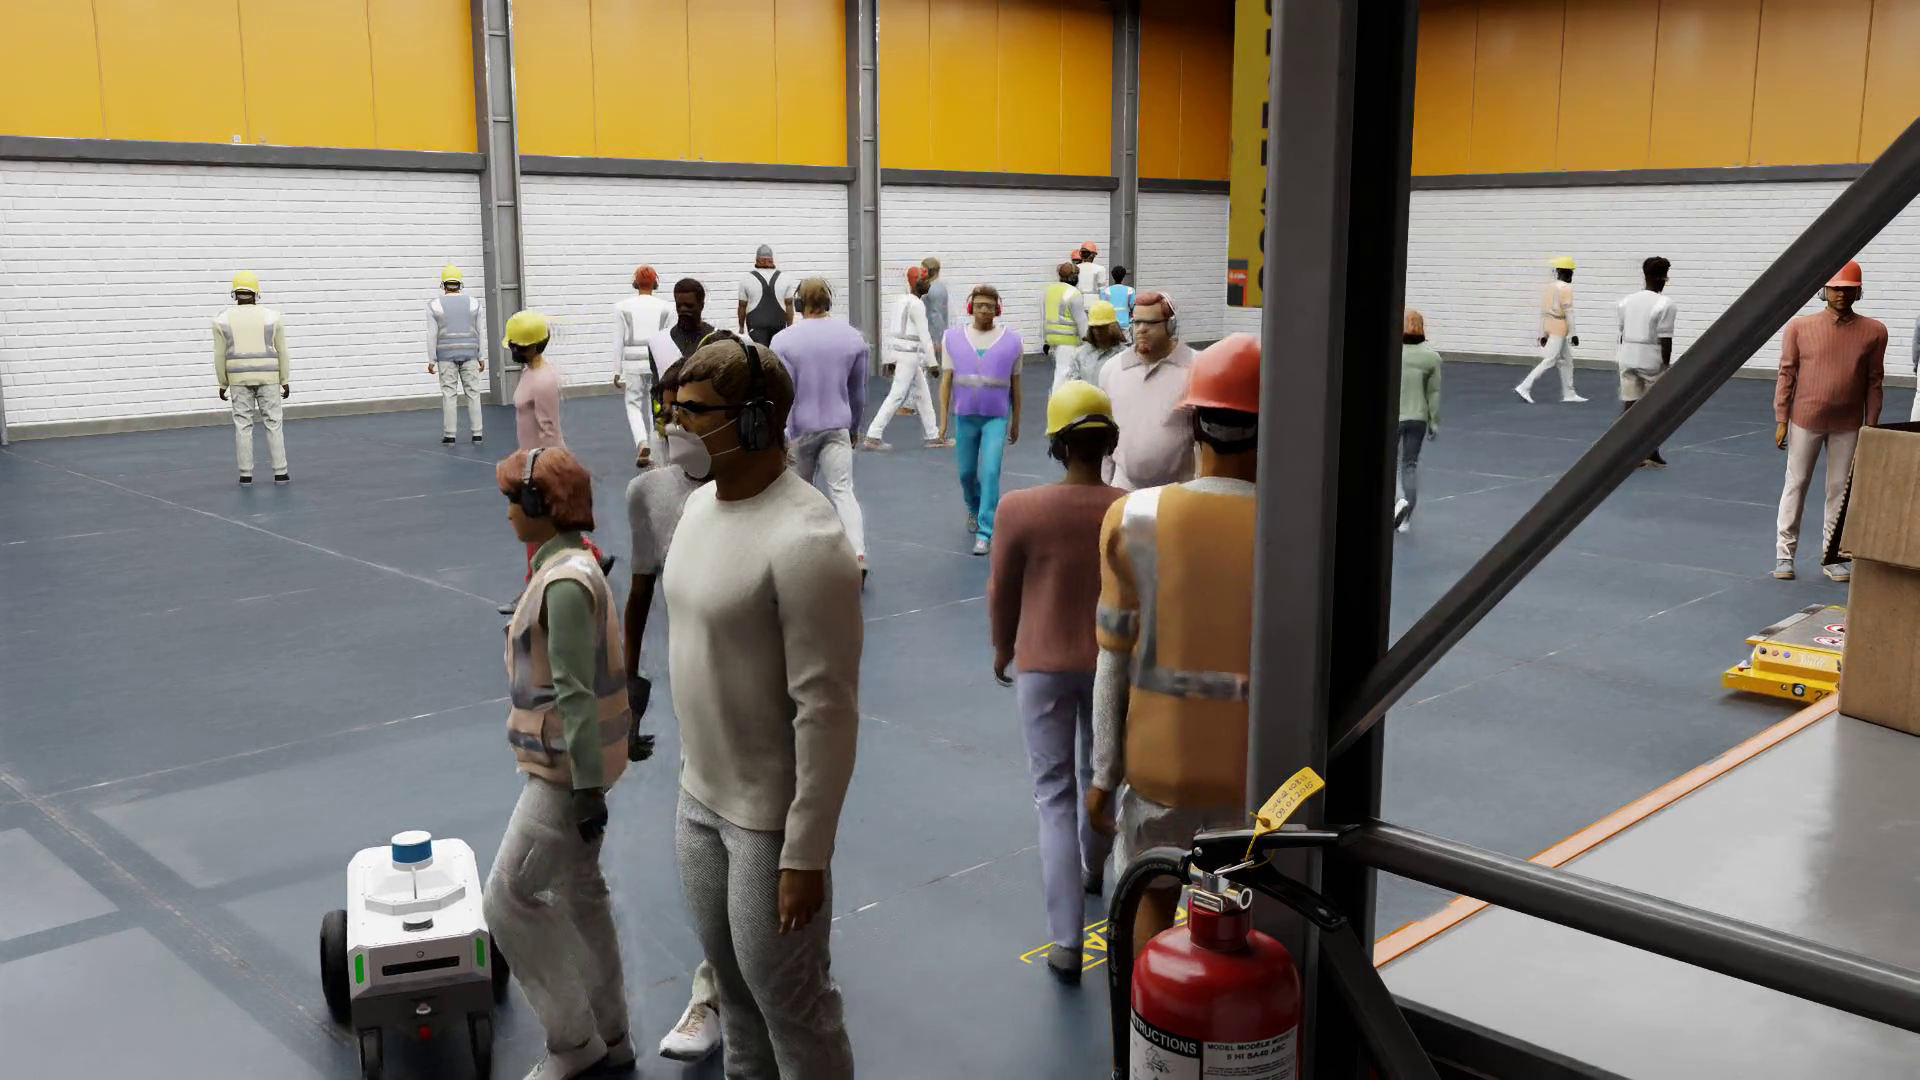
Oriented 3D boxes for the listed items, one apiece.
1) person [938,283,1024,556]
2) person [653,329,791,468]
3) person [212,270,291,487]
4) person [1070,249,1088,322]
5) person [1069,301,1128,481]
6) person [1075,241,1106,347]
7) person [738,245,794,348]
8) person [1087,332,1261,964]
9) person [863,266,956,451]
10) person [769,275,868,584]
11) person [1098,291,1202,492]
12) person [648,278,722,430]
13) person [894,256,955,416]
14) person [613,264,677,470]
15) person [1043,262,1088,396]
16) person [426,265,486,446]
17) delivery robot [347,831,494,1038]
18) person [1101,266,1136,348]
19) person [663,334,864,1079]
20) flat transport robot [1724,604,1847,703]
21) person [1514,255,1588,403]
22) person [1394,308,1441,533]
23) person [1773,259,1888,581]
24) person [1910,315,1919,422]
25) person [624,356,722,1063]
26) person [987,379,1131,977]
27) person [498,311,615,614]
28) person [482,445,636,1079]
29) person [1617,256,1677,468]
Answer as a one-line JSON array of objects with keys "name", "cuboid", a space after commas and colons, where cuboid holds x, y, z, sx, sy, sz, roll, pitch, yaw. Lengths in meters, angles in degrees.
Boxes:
[{"name": "person", "cuboid": [0.158, -0.848, 11.380, 0.568, 1.820, 0.812, 2, 10, 8]}, {"name": "person", "cuboid": [-0.828, 0.158, 5.916, 0.484, 1.811, 0.962, -2, 11, -11]}, {"name": "person", "cuboid": [-6.020, -1.369, 14.173, 0.588, 1.835, 0.403, -4, 11, -20]}, {"name": "person", "cuboid": [1.952, -3.878, 27.648, 0.567, 1.913, 0.852, 7, 13, 35]}, {"name": "person", "cuboid": [0.979, -0.785, 11.374, 0.472, 1.688, 0.884, 5, 11, 24]}, {"name": "person", "cuboid": [1.984, -3.609, 25.847, 0.605, 2.034, 0.392, 3, 11, 17]}, {"name": "person", "cuboid": [-2.527, -2.804, 21.434, 0.702, 2.000, 0.957, -3, 11, -16]}, {"name": "person", "cuboid": [0.576, 0.500, 3.741, 0.572, 1.918, 0.429, 2, 11, 13]}, {"name": "person", "cuboid": [-0.531, -1.797, 16.552, 1.001, 1.832, 0.599, -2, 11, -13]}, {"name": "person", "cuboid": [-0.840, -0.670, 10.211, 0.633, 1.903, 0.989, -4, 11, -21]}, {"name": "person", "cuboid": [0.886, -0.214, 7.804, 0.644, 1.868, 0.927, 5, 11, 23]}, {"name": "person", "cuboid": [-1.635, -0.702, 10.421, 0.602, 1.883, 0.966, 1, 10, 6]}, {"name": "person", "cuboid": [-0.275, -2.400, 19.656, 1.024, 1.894, 0.649, 1, 10, 4]}, {"name": "person", "cuboid": [-2.823, -1.542, 15.014, 0.596, 1.869, 0.475, -3, 11, -15]}, {"name": "person", "cuboid": [1.307, -2.263, 19.087, 0.739, 1.817, 0.661, -6, 12, -30]}, {"name": "person", "cuboid": [-5.121, -1.870, 16.905, 0.589, 1.834, 0.403, -6, 12, -28]}, {"name": "delivery robot", "cuboid": [-1.440, 1.015, 4.406, 0.477, 0.478, 0.707, -4, 11, -19]}, {"name": "person", "cuboid": [2.277, -3.102, 23.995, 0.540, 1.695, 0.317, 0, 10, -2]}, {"name": "person", "cuboid": [-0.425, 0.553, 3.410, 0.372, 1.940, 0.627, -7, 12, -32]}, {"name": "flat transport robot", "cuboid": [4.274, 0.542, 8.015, 0.652, 0.197, 1.431, 10, 14, 42]}, {"name": "person", "cuboid": [7.558, -2.675, 21.162, 0.947, 1.889, 0.588, 0, 10, 2]}, {"name": "person", "cuboid": [3.174, -0.835, 11.840, 0.514, 1.617, 0.434, -1, 10, -5]}, {"name": "person", "cuboid": [5.365, -0.738, 10.292, 0.611, 1.995, 0.375, 3, 11, 13]}, {"name": "person", "cuboid": [9.874, -1.753, 16.811, 0.264, 1.632, 0.507, -5, 12, -26]}, {"name": "person", "cuboid": [-0.667, 0.422, 4.454, 0.530, 1.814, 0.959, 3, 11, 16]}, {"name": "person", "cuboid": [0.348, 0.379, 5.007, 0.520, 1.714, 0.949, -1, 10, -5]}, {"name": "person", "cuboid": [-2.283, -0.427, 9.313, 0.598, 1.722, 0.577, -4, 11, -19]}, {"name": "person", "cuboid": [-1.034, 0.576, 4.150, 0.447, 1.609, 0.548, -2, 11, -13]}, {"name": "person", "cuboid": [6.268, -1.601, 15.140, 0.506, 1.949, 0.608, -7, 12, -32]}]
